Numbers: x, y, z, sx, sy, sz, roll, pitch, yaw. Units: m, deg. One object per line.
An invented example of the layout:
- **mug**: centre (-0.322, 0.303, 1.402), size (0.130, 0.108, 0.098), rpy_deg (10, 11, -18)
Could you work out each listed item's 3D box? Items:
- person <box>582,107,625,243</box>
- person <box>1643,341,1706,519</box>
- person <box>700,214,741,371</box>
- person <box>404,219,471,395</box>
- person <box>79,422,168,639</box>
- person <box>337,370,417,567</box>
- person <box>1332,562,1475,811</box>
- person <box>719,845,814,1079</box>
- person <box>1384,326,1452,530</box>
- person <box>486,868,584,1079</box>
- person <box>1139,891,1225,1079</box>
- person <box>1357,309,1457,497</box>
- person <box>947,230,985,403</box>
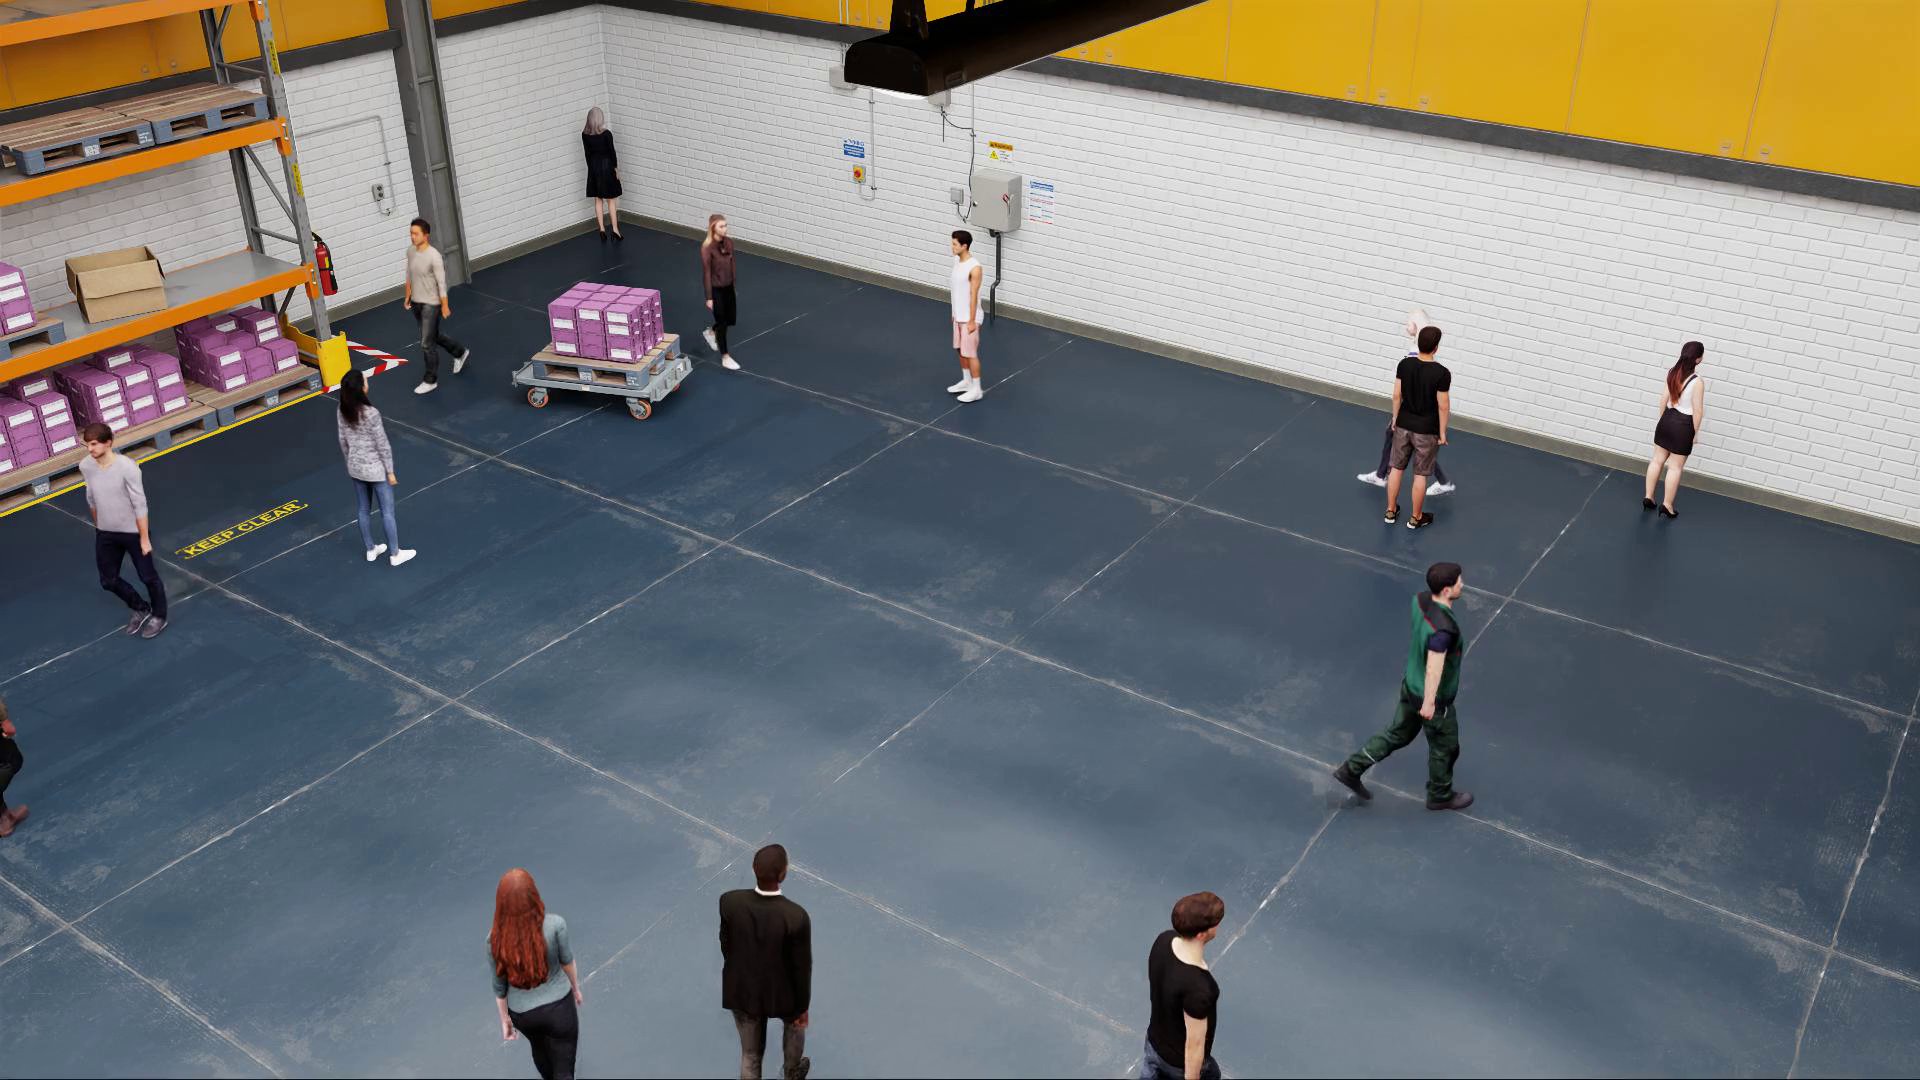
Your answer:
- **person**: centre (-4.601, -4.709, 21.419), size (0.686, 1.747, 0.701), rpy_deg (4, 29, 8)
- **person**: centre (6.324, -0.981, 14.686), size (0.632, 1.649, 0.628), rpy_deg (-16, 32, -27)
- **person**: centre (-2.609, -2.665, 17.729), size (0.714, 1.691, 0.809), rpy_deg (22, 36, 35)
- **person**: centre (-5.480, -2.483, 17.296), size (0.684, 1.787, 1.054), rpy_deg (20, 34, 32)
- **person**: centre (-6.428, -0.112, 12.902), size (0.789, 1.833, 0.781), rpy_deg (5, 29, 9)
- **person**: centre (-4.950, -0.609, 13.918), size (0.651, 1.732, 0.595), rpy_deg (11, 31, 19)
- **person**: centre (2.963, 0.983, 10.854), size (1.199, 1.870, 1.219), rpy_deg (-1, 29, -3)
- **person**: centre (-1.000, 2.366, 8.417), size (0.902, 1.777, 0.994), rpy_deg (2, 29, 4)
- **person**: centre (3.971, -0.989, 14.479), size (0.663, 1.861, 0.570), rpy_deg (20, 34, 32)
- **person**: centre (-2.087, 2.439, 8.354), size (1.076, 1.710, 1.135), rpy_deg (-5, 29, -8)
- **person**: centre (0.977, 2.506, 8.082), size (1.305, 1.852, 1.113), rpy_deg (-11, 30, -19)
- **person**: centre (4.159, -1.188, 14.937), size (0.869, 1.771, 1.115), rpy_deg (12, 31, 21)
- **person**: centre (0.090, -2.301, 16.971), size (0.745, 1.778, 0.737), rpy_deg (-12, 31, -21)
